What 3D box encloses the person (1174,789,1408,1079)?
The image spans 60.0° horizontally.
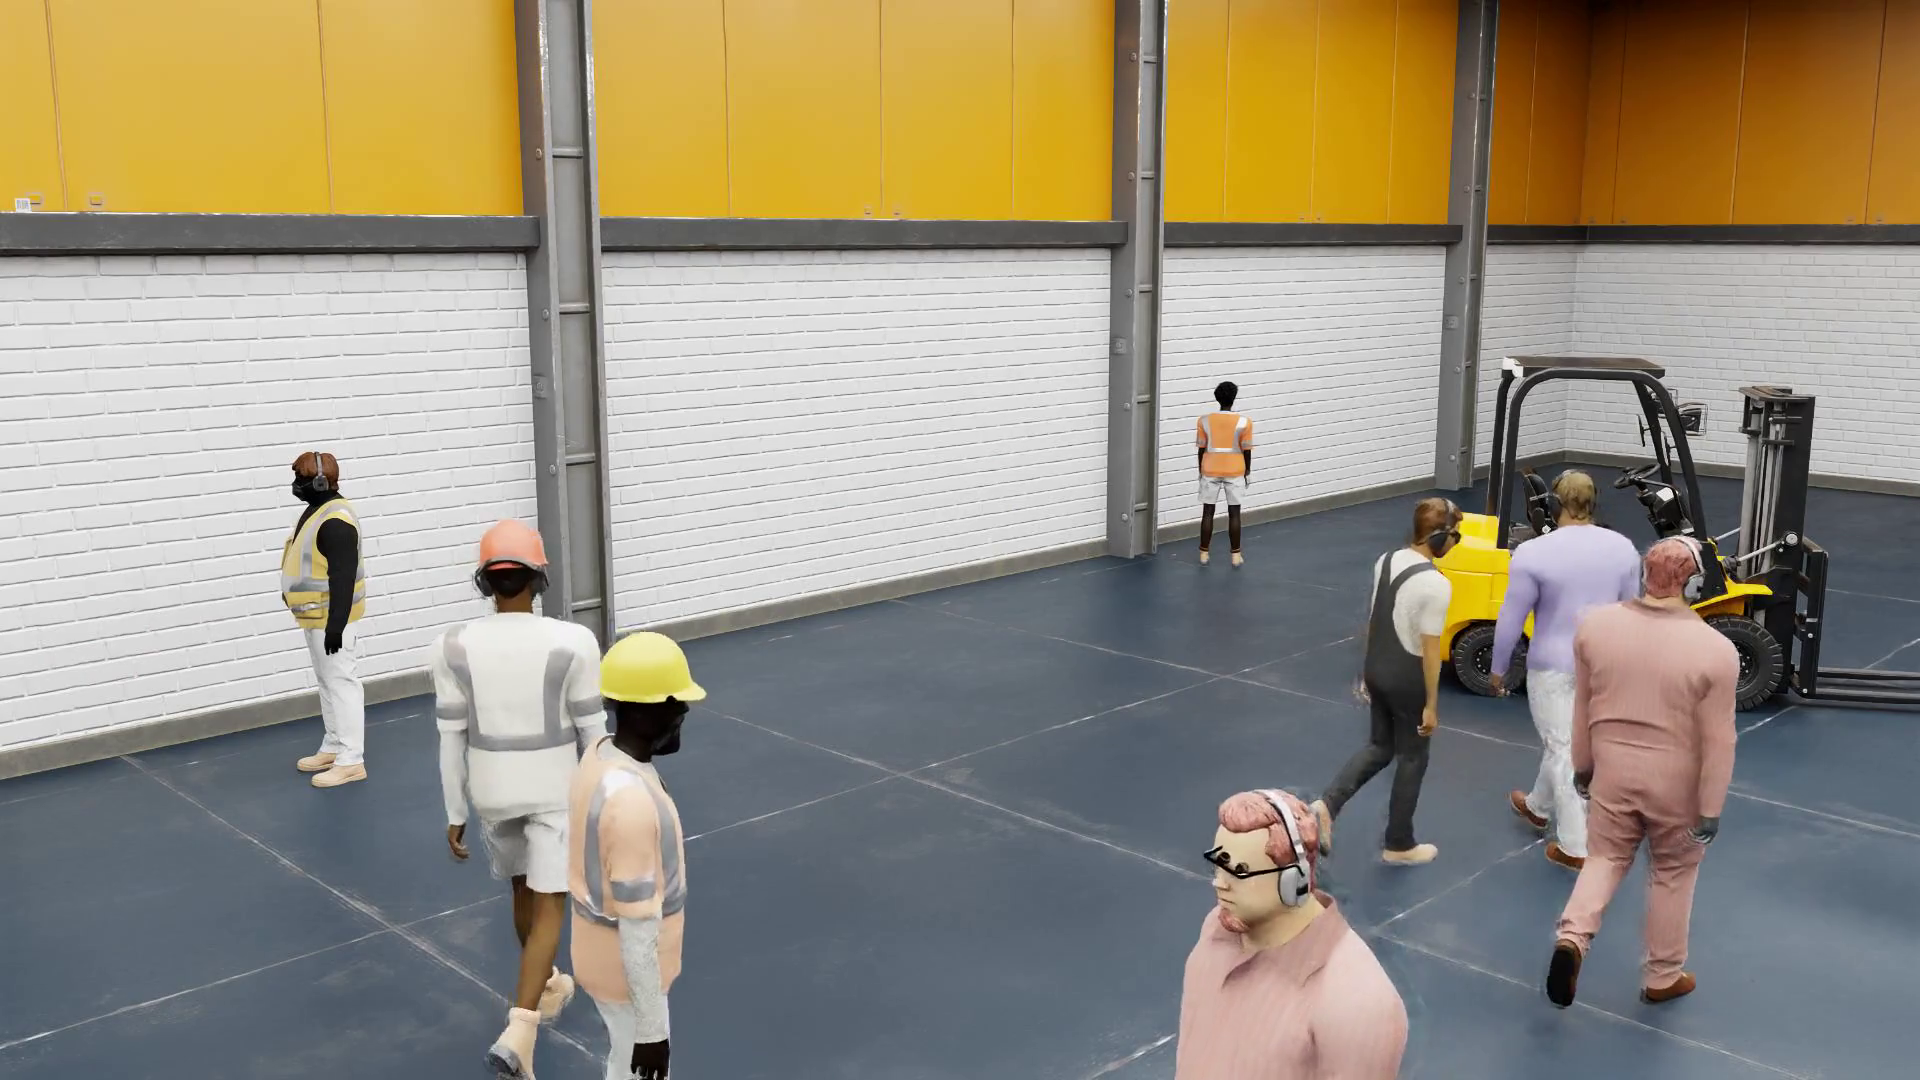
[{"bbox_3d":[0.727,1.428,3.625,0.930,1.870,0.632,-6,12,-28],"label":"person"}]

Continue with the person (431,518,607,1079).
[{"bbox_3d":[-1.585,0.931,6.000,0.619,2.006,0.987,0,10,0],"label":"person"}]

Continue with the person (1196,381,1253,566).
[{"bbox_3d":[2.412,-0.604,15.204,0.529,1.690,0.321,3,11,18],"label":"person"}]

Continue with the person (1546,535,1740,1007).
[{"bbox_3d":[2.621,0.916,6.376,0.726,1.881,0.650,-10,15,-44],"label":"person"}]

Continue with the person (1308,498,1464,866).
[{"bbox_3d":[1.983,0.696,7.776,0.664,1.809,0.582,-4,11,-21],"label":"person"}]

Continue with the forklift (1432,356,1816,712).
[{"bbox_3d":[4.276,-0.101,11.076,2.313,2.155,1.214,2,11,13],"label":"forklift"}]

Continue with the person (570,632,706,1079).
[{"bbox_3d":[-0.938,1.205,4.742,0.490,1.928,0.634,-3,11,-17],"label":"person"}]

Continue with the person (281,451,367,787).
[{"bbox_3d":[-3.500,0.425,9.172,0.429,1.844,0.627,-7,12,-32],"label":"person"}]

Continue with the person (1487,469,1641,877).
[{"bbox_3d":[2.856,0.594,8.070,0.661,1.902,0.926,-2,11,-13],"label":"person"}]
